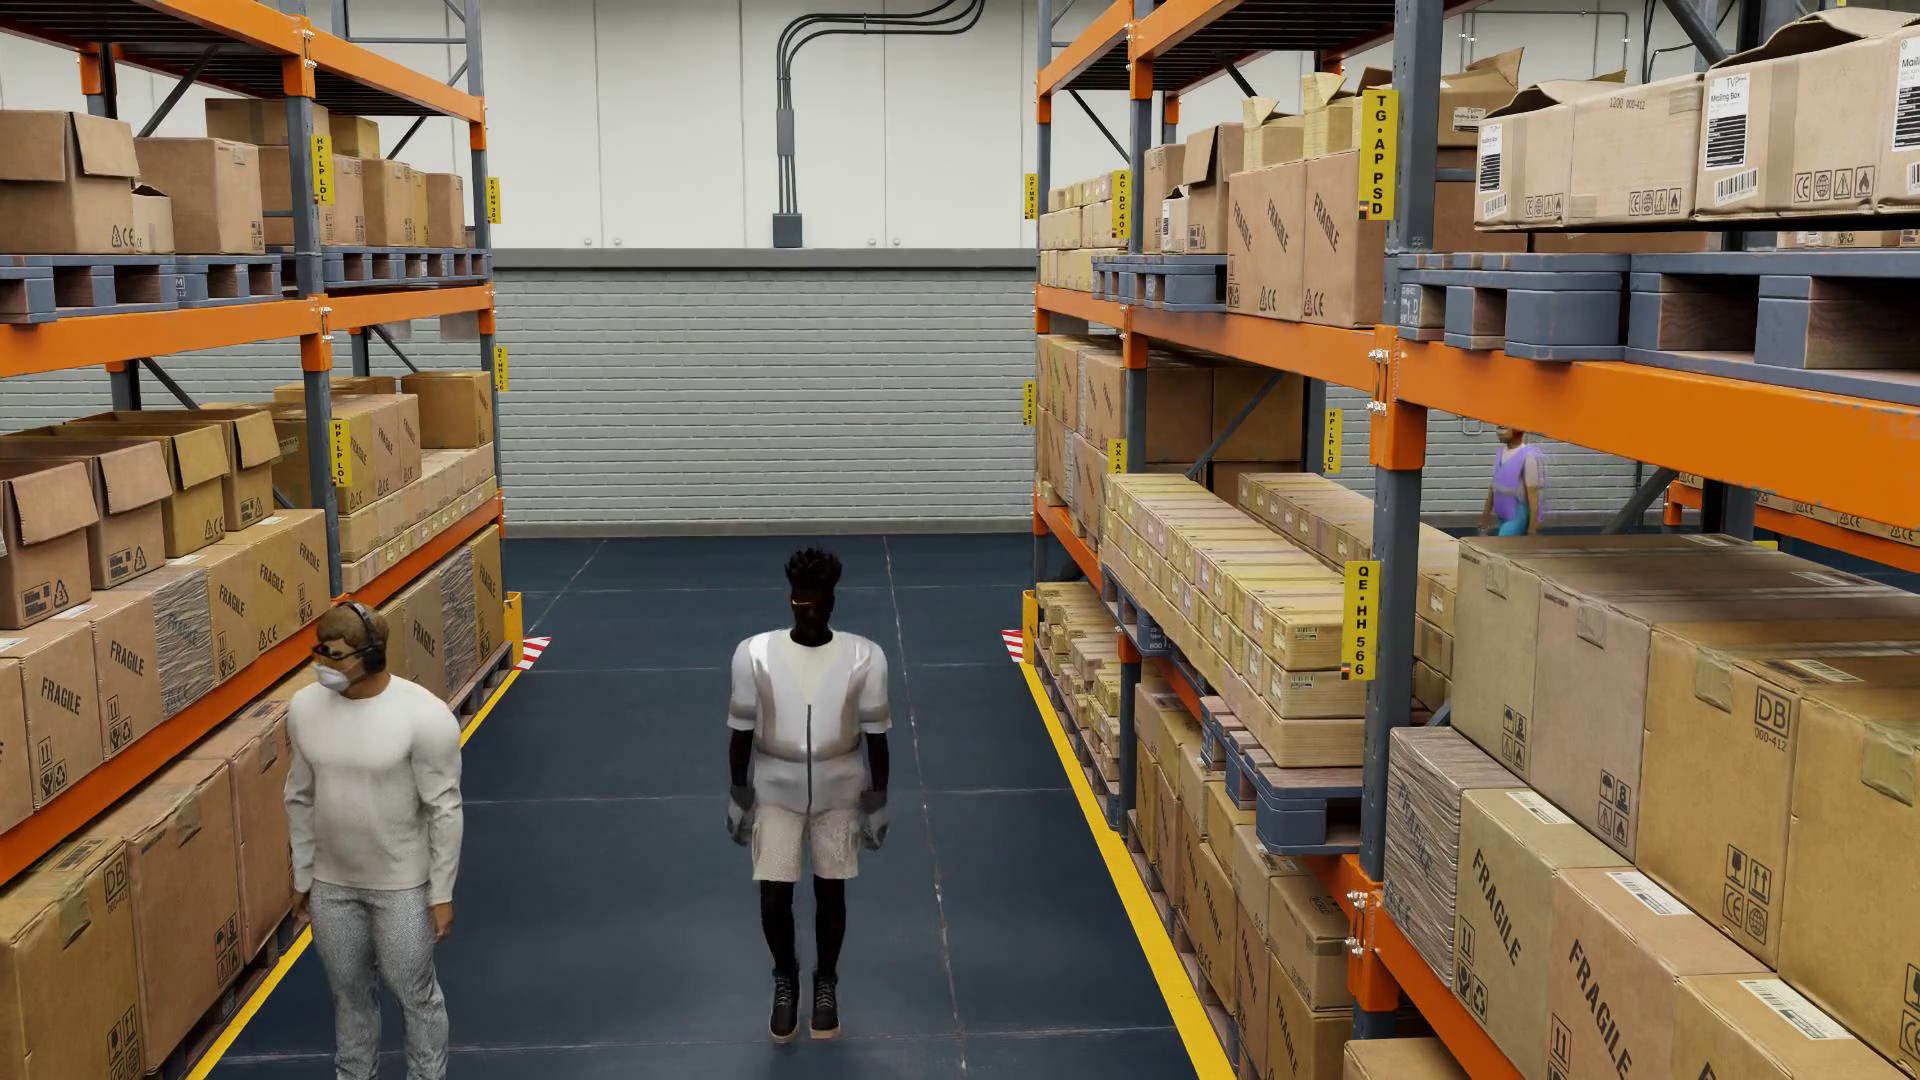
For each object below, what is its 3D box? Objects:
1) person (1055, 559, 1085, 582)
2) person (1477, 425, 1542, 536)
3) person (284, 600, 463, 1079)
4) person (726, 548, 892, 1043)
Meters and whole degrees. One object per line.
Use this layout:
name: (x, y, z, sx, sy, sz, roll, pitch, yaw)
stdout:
person: (1.167, -0.302, 13.722, 0.998, 2.000, 0.681, -1, 10, -8)
person: (4.496, -0.167, 13.664, 0.986, 1.789, 0.592, 0, 10, -3)
person: (-1.949, 1.142, 5.535, 0.627, 1.936, 0.373, 3, 10, 15)
person: (-0.579, 0.989, 6.380, 0.649, 1.947, 0.503, -1, 10, -7)
